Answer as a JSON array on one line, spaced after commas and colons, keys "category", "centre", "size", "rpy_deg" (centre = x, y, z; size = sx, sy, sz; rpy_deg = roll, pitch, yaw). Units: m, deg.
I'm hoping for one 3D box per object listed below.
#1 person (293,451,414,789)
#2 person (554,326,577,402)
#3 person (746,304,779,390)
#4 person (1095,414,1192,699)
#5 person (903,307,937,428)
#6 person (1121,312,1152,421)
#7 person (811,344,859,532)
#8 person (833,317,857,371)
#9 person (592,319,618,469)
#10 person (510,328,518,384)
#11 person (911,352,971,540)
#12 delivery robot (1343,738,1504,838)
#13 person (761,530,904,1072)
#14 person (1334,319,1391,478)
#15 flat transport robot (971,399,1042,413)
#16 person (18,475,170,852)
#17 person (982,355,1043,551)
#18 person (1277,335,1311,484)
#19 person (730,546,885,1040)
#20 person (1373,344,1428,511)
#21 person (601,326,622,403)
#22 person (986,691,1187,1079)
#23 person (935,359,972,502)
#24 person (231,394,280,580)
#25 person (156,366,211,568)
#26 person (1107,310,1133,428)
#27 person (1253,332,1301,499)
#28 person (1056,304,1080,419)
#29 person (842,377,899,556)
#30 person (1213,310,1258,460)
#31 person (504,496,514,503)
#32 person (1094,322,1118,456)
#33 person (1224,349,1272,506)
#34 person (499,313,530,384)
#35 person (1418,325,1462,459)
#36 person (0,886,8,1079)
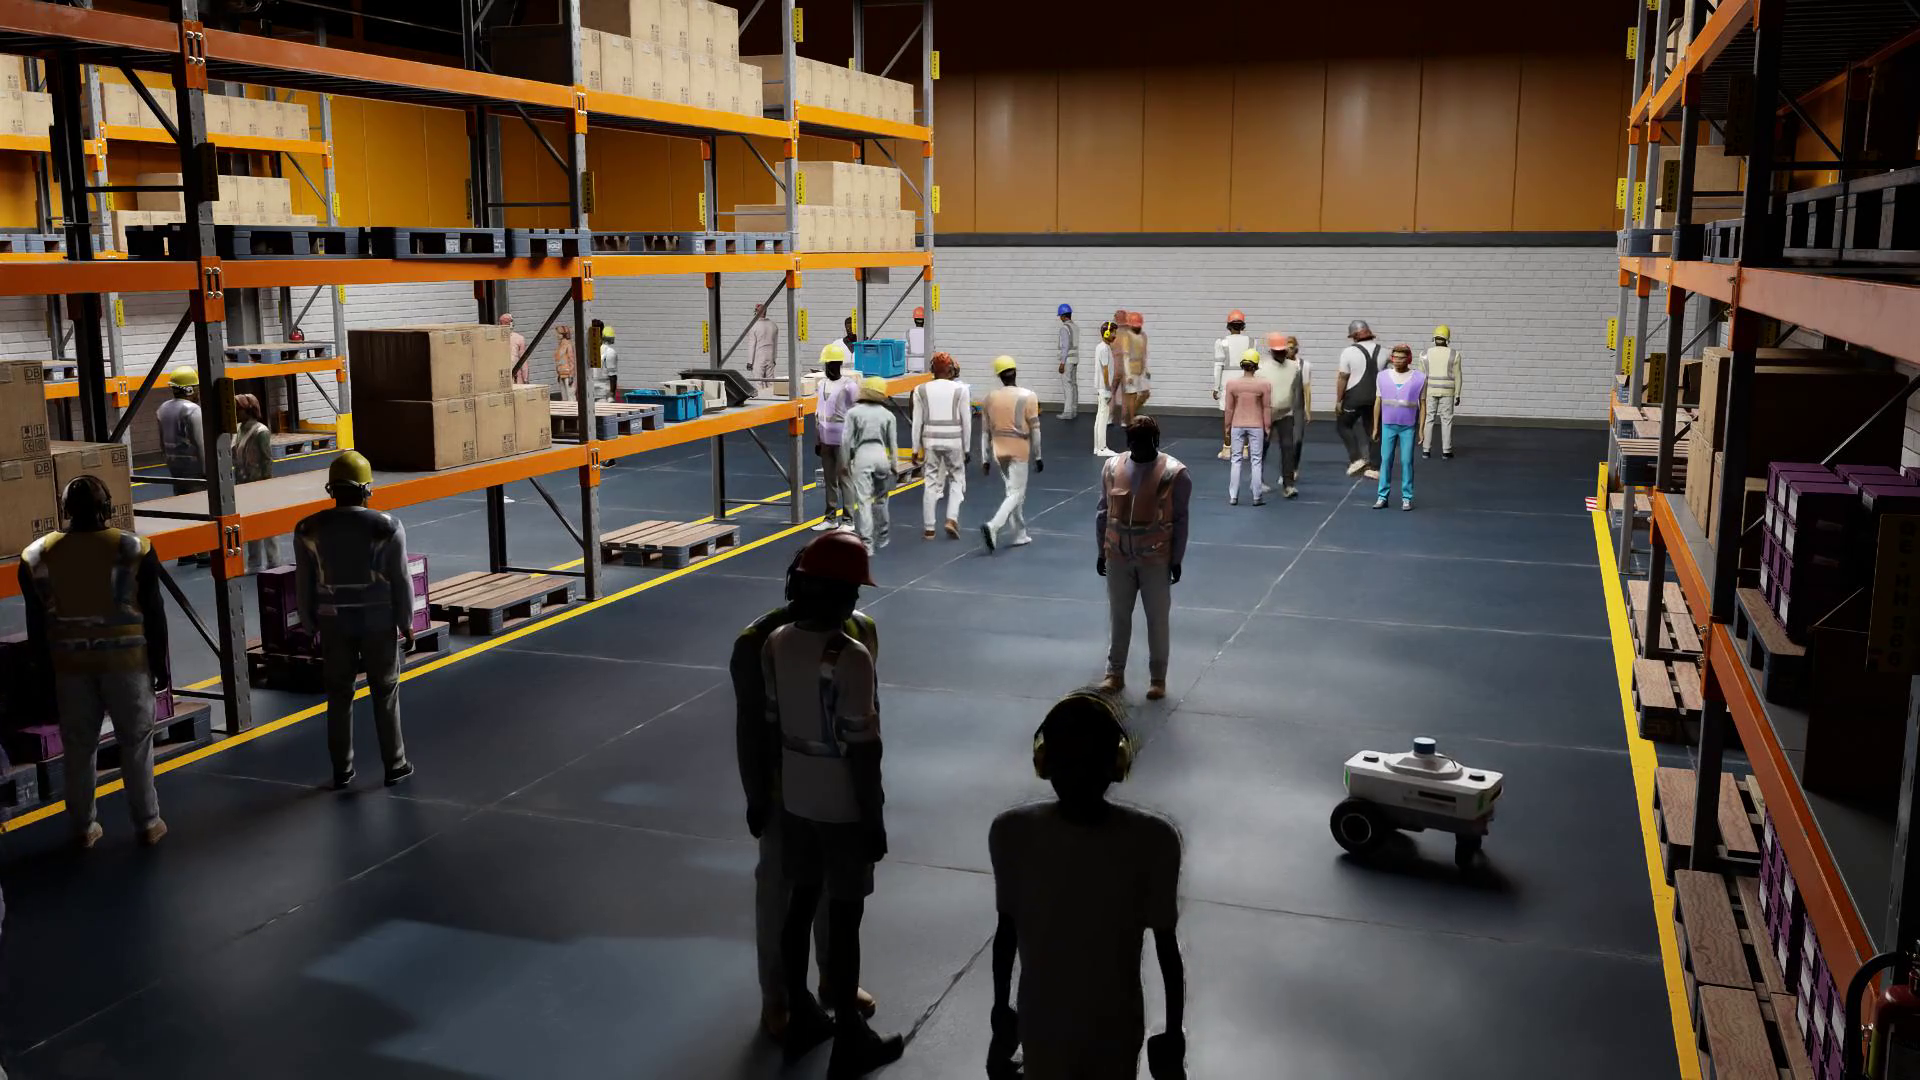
[{"category": "person", "centre": [-3.244, 0.432, 8.971], "size": [0.602, 1.830, 0.404], "rpy_deg": [-2, 10, -9]}, {"category": "person", "centre": [-6.316, -2.614, 26.666], "size": [0.315, 1.640, 0.515], "rpy_deg": [-7, 12, -35]}, {"category": "person", "centre": [-3.441, -3.121, 28.775], "size": [0.408, 1.908, 0.641], "rpy_deg": [9, 13, 41]}, {"category": "person", "centre": [1.165, 0.106, 10.786], "size": [0.625, 1.844, 0.429], "rpy_deg": [4, 11, 23]}, {"category": "person", "centre": [-0.631, -2.756, 26.624], "size": [0.552, 1.939, 0.355], "rpy_deg": [3, 10, 14]}, {"category": "person", "centre": [2.767, -2.638, 26.108], "size": [0.587, 1.887, 0.470], "rpy_deg": [-8, 13, -39]}, {"category": "person", "centre": [-1.267, -1.023, 16.890], "size": [0.594, 1.930, 0.354], "rpy_deg": [10, 14, 43]}, {"category": "person", "centre": [-1.519, -2.193, 23.512], "size": [0.591, 1.918, 0.383], "rpy_deg": [0, 10, -1]}, {"category": "person", "centre": [-4.748, -1.915, 21.809], "size": [0.612, 1.966, 0.361], "rpy_deg": [7, 12, 34]}, {"category": "person", "centre": [-6.224, -2.034, 22.890], "size": [0.505, 1.829, 0.898], "rpy_deg": [-9, 13, -41]}, {"category": "person", "centre": [-0.187, -0.932, 16.564], "size": [0.604, 1.866, 0.476], "rpy_deg": [1, 10, 7]}, {"category": "delivery robot", "centre": [2.227, 1.196, 8.003], "size": [0.707, 0.478, 0.477], "rpy_deg": [7, 12, 33]}, {"category": "person", "centre": [-0.451, 0.922, 5.947], "size": [0.543, 1.928, 0.374], "rpy_deg": [10, 14, 44]}, {"category": "person", "centre": [5.047, -1.794, 20.925], "size": [0.800, 2.000, 0.567], "rpy_deg": [-4, 11, -19]}, {"category": "flat transport robot", "centre": [0.640, -2.298, 28.745], "size": [1.431, 0.197, 0.652], "rpy_deg": [5, 11, 25]}, {"category": "person", "centre": [-4.157, 0.597, 8.059], "size": [0.619, 1.835, 0.430], "rpy_deg": [-2, 10, -10]}, {"category": "person", "centre": [0.451, -0.828, 15.951], "size": [0.596, 1.874, 0.826], "rpy_deg": [7, 12, 34]}, {"category": "person", "centre": [4.015, -1.582, 20.324], "size": [0.536, 1.827, 0.411], "rpy_deg": [3, 10, 15]}, {"category": "person", "centre": [-0.538, 0.917, 6.224], "size": [0.623, 1.841, 0.430], "rpy_deg": [-8, 13, -38]}, {"category": "person", "centre": [4.857, -1.244, 18.380], "size": [0.570, 1.840, 0.372], "rpy_deg": [5, 11, 26]}, {"category": "person", "centre": [-5.299, -2.329, 24.835], "size": [0.897, 1.722, 0.536], "rpy_deg": [-10, 14, -44]}, {"category": "person", "centre": [0.327, 1.261, 4.315], "size": [0.523, 1.839, 0.932], "rpy_deg": [1, 10, 8]}, {"category": "person", "centre": [-0.114, -1.251, 18.997], "size": [0.511, 1.641, 0.308], "rpy_deg": [3, 10, 14]}, {"category": "person", "centre": [-6.190, -0.467, 14.579], "size": [0.523, 1.638, 0.310], "rpy_deg": [7, 12, 36]}, {"category": "person", "centre": [-6.990, -0.661, 15.124], "size": [0.589, 1.834, 0.403], "rpy_deg": [6, 12, 30]}, {"category": "person", "centre": [2.584, -2.760, 26.796], "size": [0.664, 1.885, 0.680], "rpy_deg": [0, 10, -3]}, {"category": "person", "centre": [3.668, -1.458, 19.356], "size": [0.633, 1.922, 1.056], "rpy_deg": [-2, 10, -11]}, {"category": "person", "centre": [1.805, -3.010, 28.064], "size": [0.412, 1.933, 0.615], "rpy_deg": [4, 11, 23]}, {"category": "person", "centre": [-0.835, -0.698, 15.803], "size": [0.542, 1.674, 0.807], "rpy_deg": [-3, 11, -17]}, {"category": "person", "centre": [3.747, -2.118, 22.738], "size": [0.609, 2.044, 0.394], "rpy_deg": [-1, 10, -8]}, {"category": "person", "centre": [-5.274, -1.229, 18.888], "size": [0.277, 1.632, 0.507], "rpy_deg": [-5, 11, -26]}, {"category": "person", "centre": [2.033, -2.098, 23.135], "size": [0.328, 1.865, 0.518], "rpy_deg": [-1, 10, -5]}, {"category": "person", "centre": [3.235, -1.258, 18.681], "size": [0.533, 1.767, 0.312], "rpy_deg": [3, 11, 18]}, {"category": "person", "centre": [-6.720, -2.418, 24.819], "size": [0.649, 1.907, 0.409], "rpy_deg": [1, 10, 6]}, {"category": "person", "centre": [6.571, -2.020, 22.782], "size": [0.590, 1.833, 0.404], "rpy_deg": [5, 11, 24]}, {"category": "person", "centre": [-2.973, 1.141, 4.719], "size": [0.661, 1.923, 0.460], "rpy_deg": [6, 12, 30]}]
